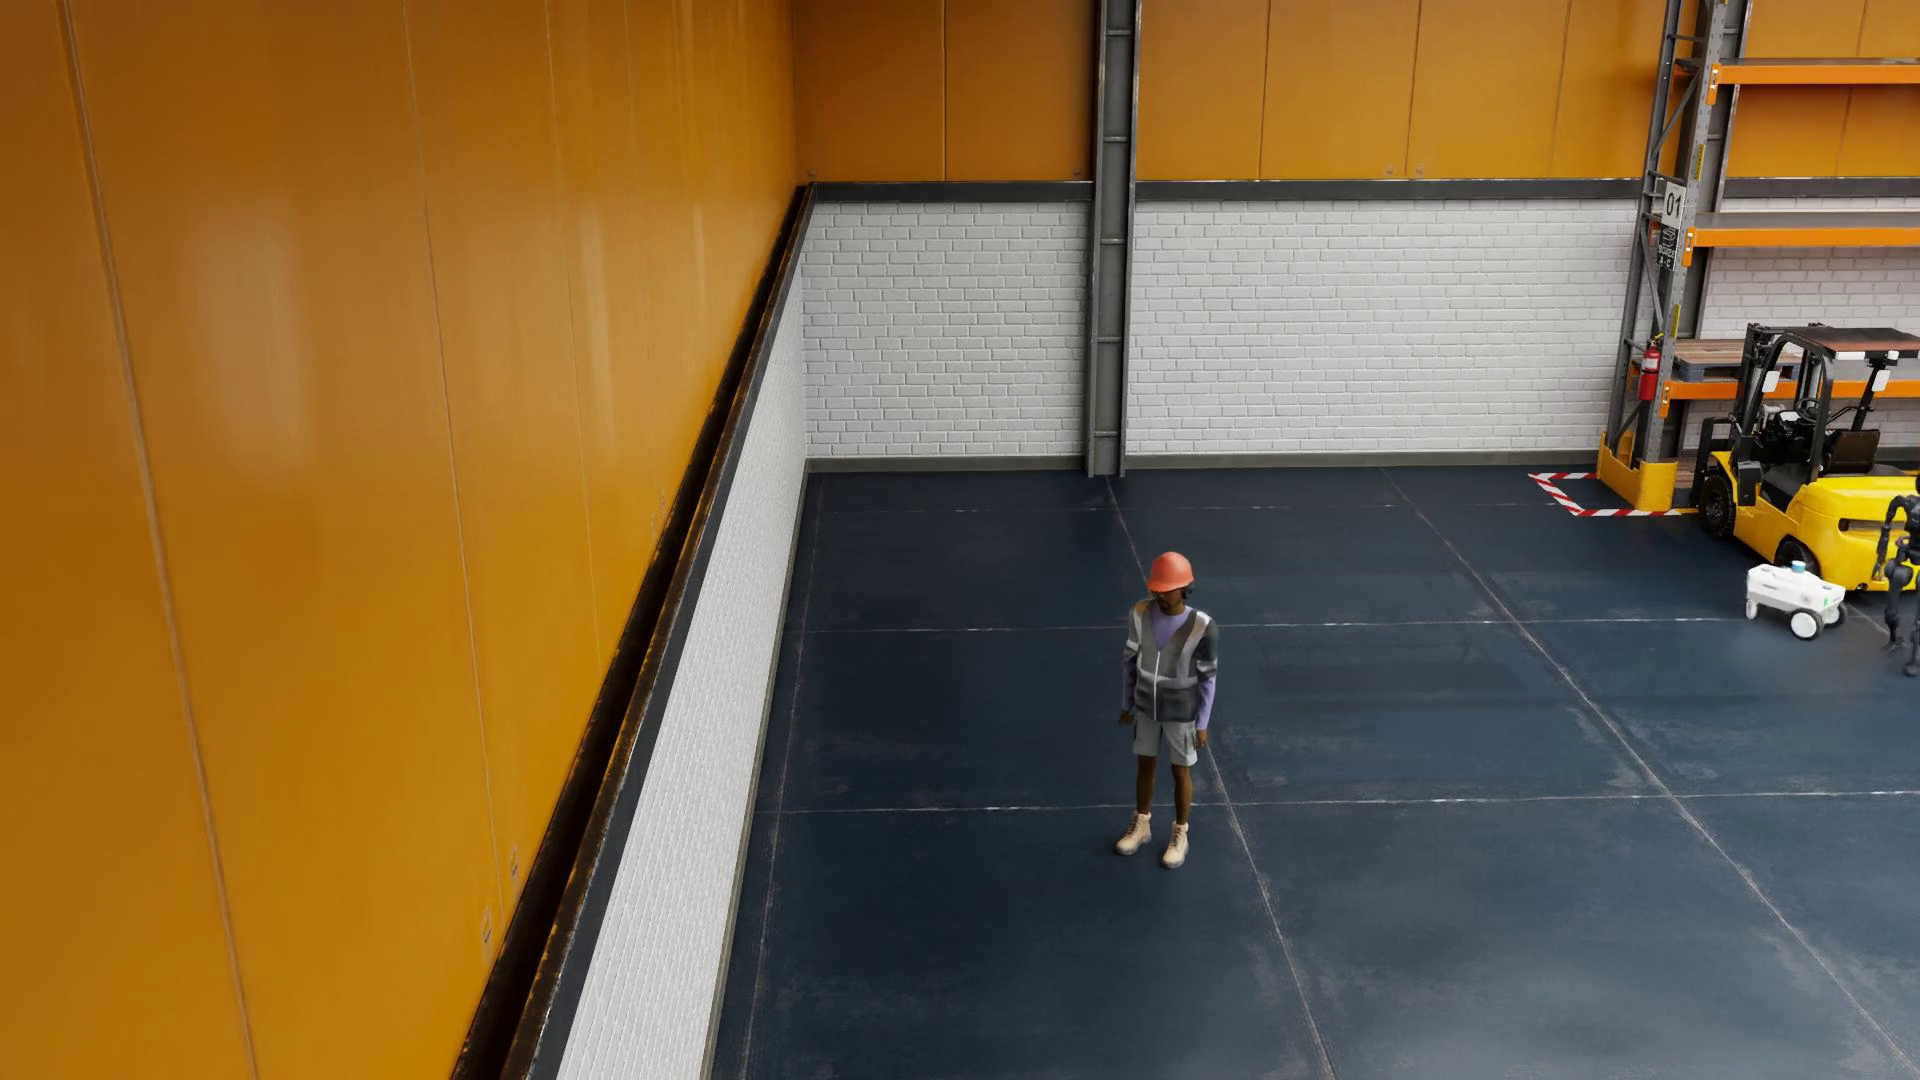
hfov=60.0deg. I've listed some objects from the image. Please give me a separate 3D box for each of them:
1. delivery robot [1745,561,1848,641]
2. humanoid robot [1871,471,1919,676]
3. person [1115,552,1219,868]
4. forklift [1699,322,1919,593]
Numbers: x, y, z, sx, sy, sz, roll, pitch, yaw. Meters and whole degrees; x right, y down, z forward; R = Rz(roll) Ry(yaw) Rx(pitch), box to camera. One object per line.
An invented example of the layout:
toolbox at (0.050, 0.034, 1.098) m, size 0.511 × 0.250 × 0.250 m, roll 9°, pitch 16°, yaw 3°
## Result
delivery robot at (6.954, 0.466, 13.847) m, size 0.499 × 0.576 × 0.747 m, roll -15°, pitch 25°, yaw -35°
humanoid robot at (7.506, 0.201, 13.025) m, size 0.560 × 1.653 × 0.604 m, roll -17°, pitch 26°, yaw -38°
person at (1.254, 1.034, 10.194) m, size 0.604 × 2.043 × 0.371 m, roll 12°, pitch 24°, yaw 30°
forklift at (7.809, -0.792, 14.926) m, size 1.214 × 2.155 × 2.313 m, roll -1°, pitch 20°, yaw -2°
